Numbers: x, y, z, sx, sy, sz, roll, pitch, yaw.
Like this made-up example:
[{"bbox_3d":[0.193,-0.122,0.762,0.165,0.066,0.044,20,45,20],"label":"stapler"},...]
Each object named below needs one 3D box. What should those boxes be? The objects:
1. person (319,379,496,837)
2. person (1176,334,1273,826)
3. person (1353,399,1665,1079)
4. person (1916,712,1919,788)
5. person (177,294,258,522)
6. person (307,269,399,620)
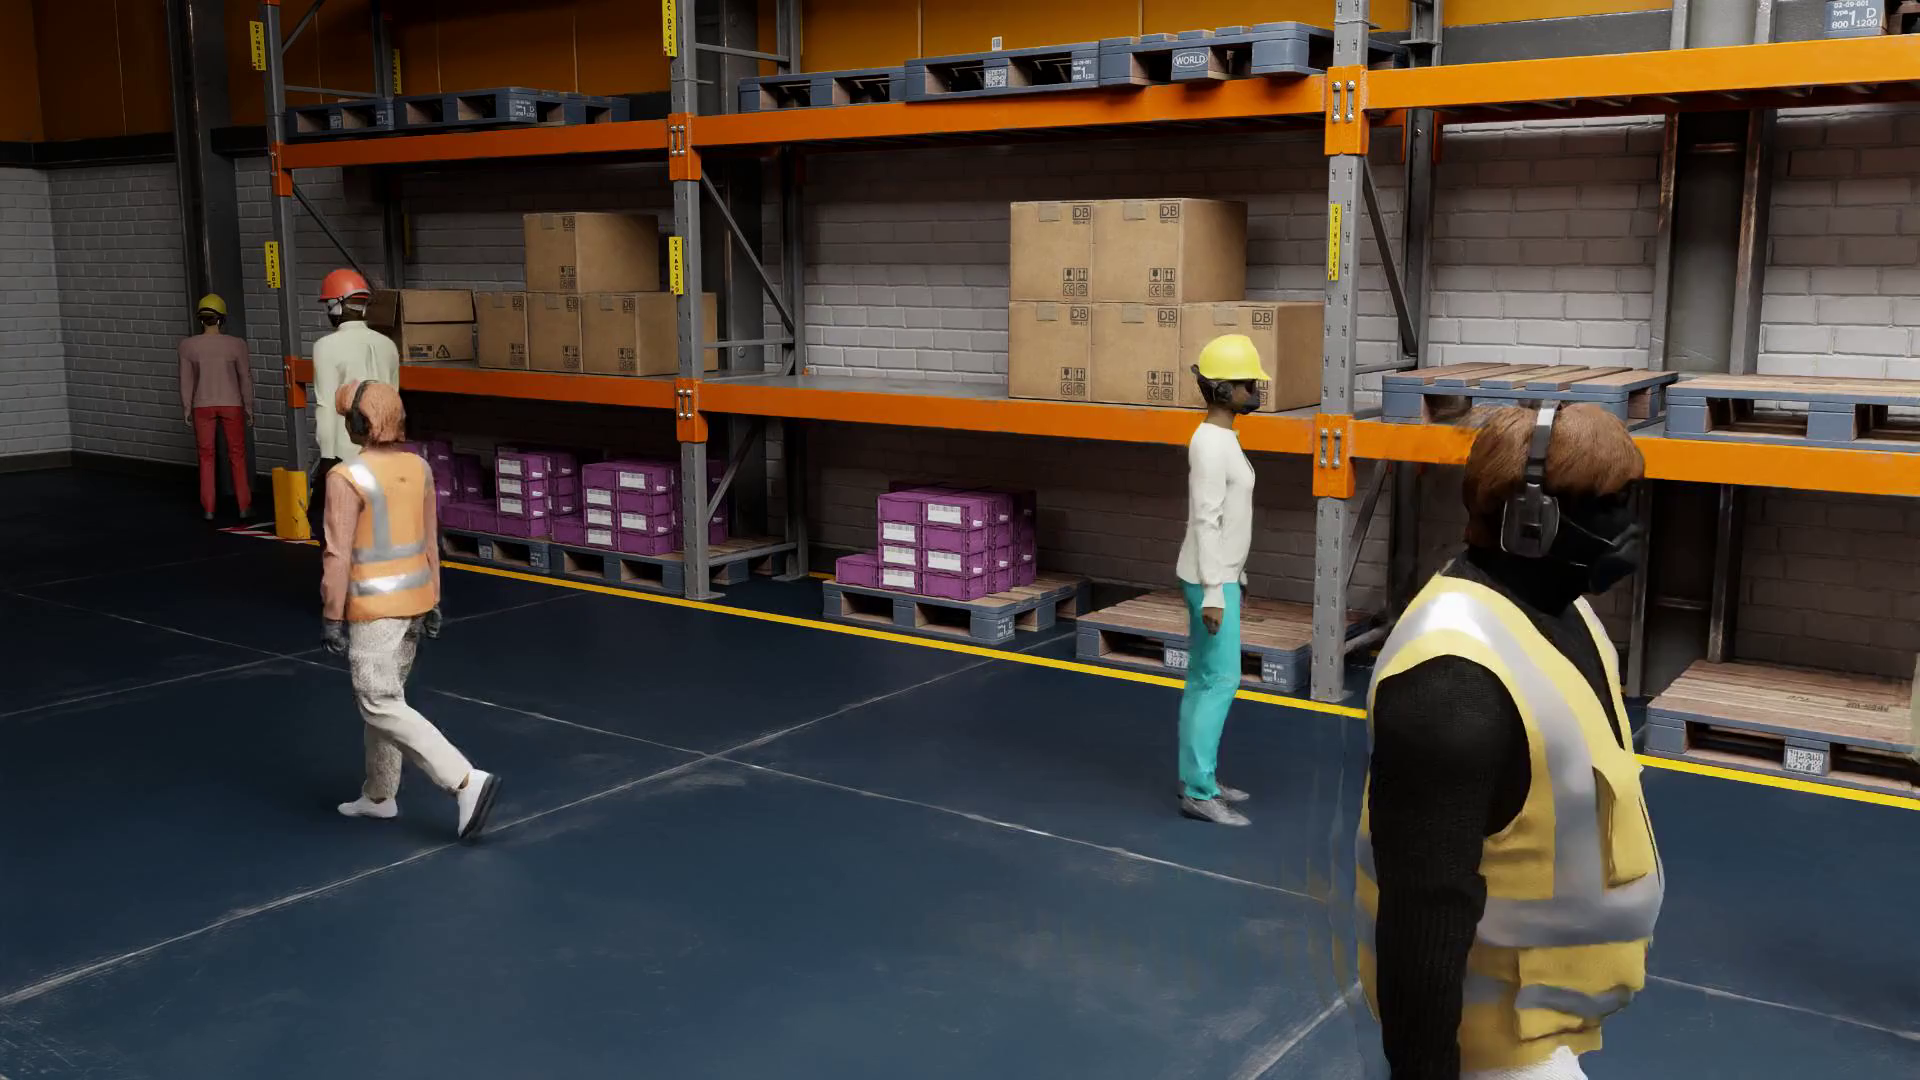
[{"bbox_3d":[-1.947,0.246,5.821,0.690,1.617,0.512,3,10,16],"label":"person"},{"bbox_3d":[0.948,0.138,6.044,0.321,1.768,0.527,2,10,10],"label":"person"},{"bbox_3d":[0.828,0.700,2.527,0.438,1.829,0.632,5,11,27],"label":"person"},{"bbox_3d":[2.631,0.482,3.967,0.591,1.787,0.926,-1,10,-6],"label":"person"},{"bbox_3d":[-5.774,-1.023,12.948,0.533,1.767,0.327,-3,10,-16],"label":"person"},{"bbox_3d":[-3.365,-0.506,9.233,0.599,1.971,0.652,5,11,26],"label":"person"}]
